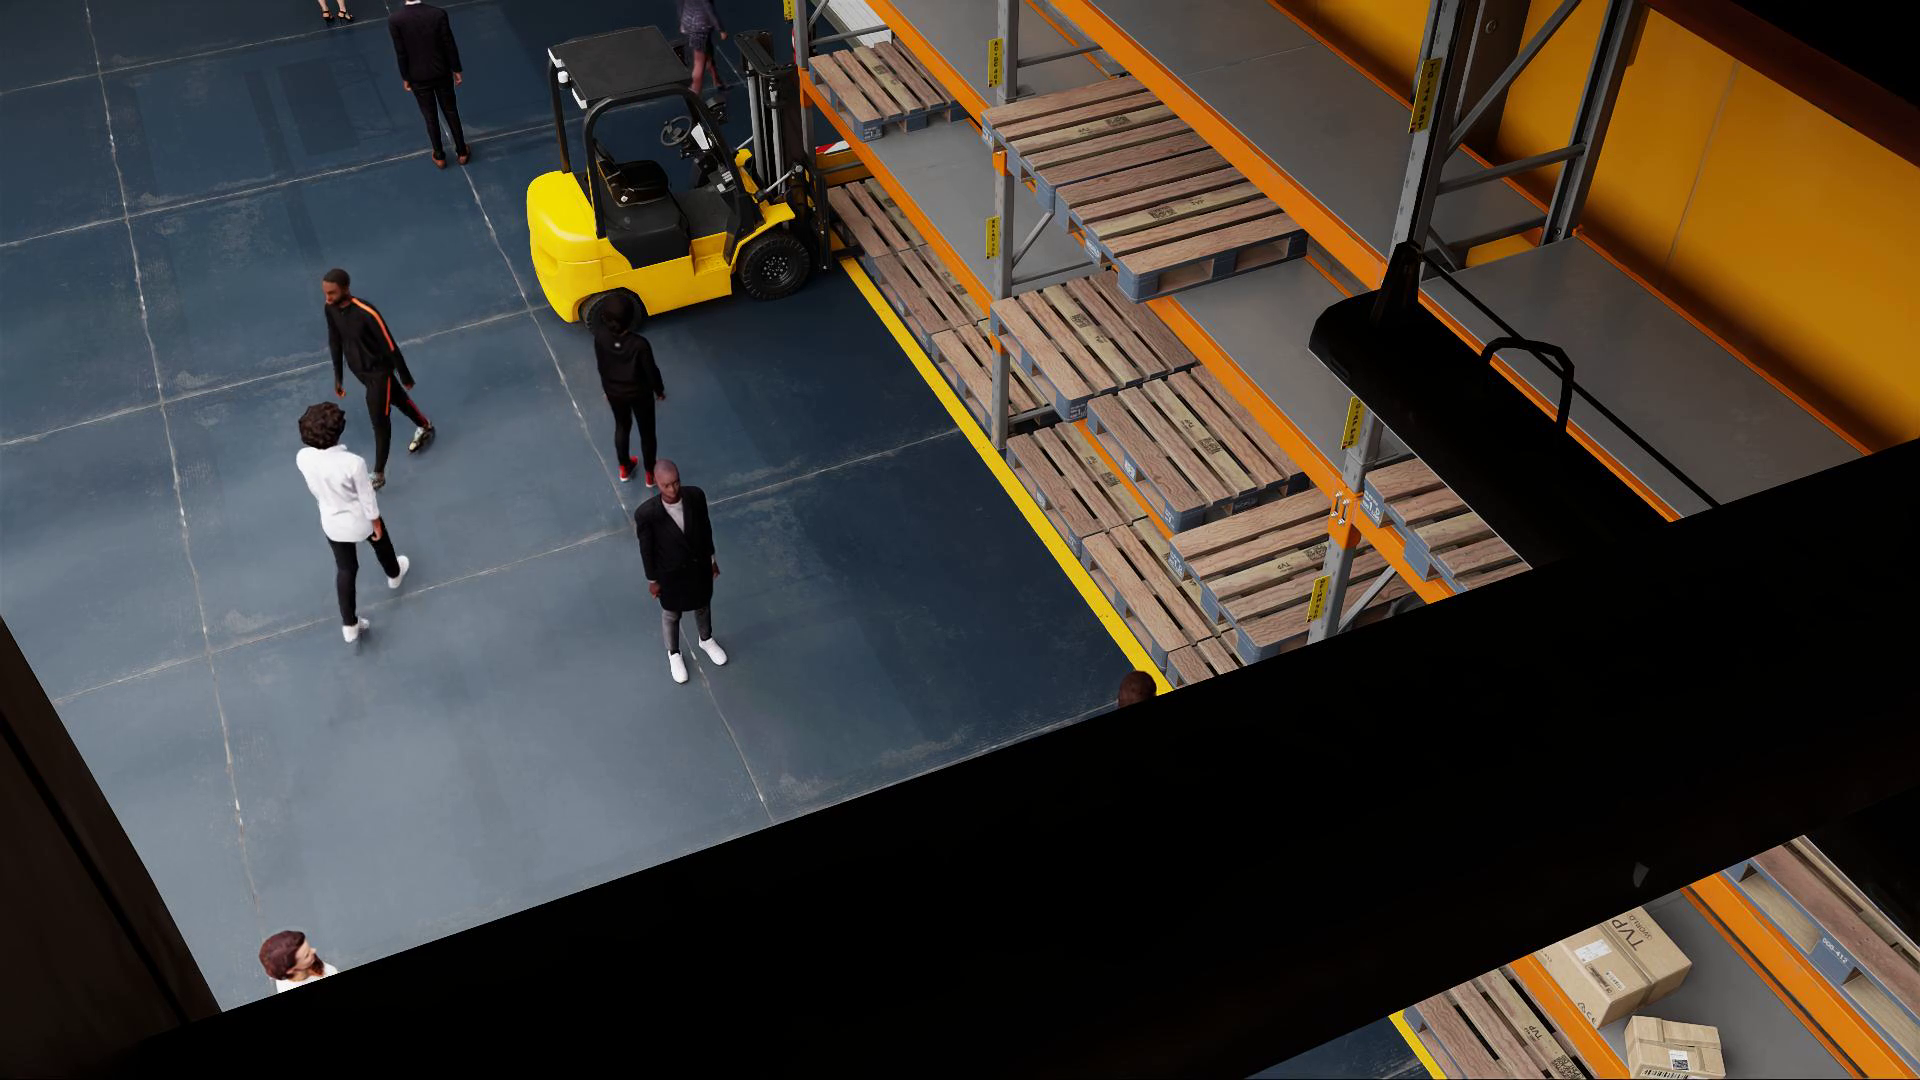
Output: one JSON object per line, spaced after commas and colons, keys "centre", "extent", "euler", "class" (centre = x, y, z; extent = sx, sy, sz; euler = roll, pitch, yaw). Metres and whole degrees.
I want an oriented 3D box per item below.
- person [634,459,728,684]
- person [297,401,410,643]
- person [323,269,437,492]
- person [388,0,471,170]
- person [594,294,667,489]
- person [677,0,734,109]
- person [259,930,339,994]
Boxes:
{"centre": [-1.799, 0.165, 10.736], "extent": [0.673, 1.762, 0.588], "euler": [-24, 48, -23], "class": "person"}
{"centre": [-4.088, -0.110, 11.012], "extent": [0.959, 1.779, 1.207], "euler": [1, 44, 1], "class": "person"}
{"centre": [-4.256, -1.298, 12.270], "extent": [1.193, 1.765, 1.167], "euler": [19, 47, 18], "class": "person"}
{"centre": [-4.908, -4.298, 15.404], "extent": [0.713, 1.786, 0.551], "euler": [-15, 46, -15], "class": "person"}
{"centre": [-2.393, -1.061, 12.089], "extent": [0.703, 1.671, 0.734], "euler": [7, 44, 7], "class": "person"}
{"centre": [-2.594, -4.911, 16.121], "extent": [0.767, 1.683, 0.791], "euler": [-27, 50, -25], "class": "person"}
{"centre": [-3.131, 2.501, 8.261], "extent": [0.689, 1.793, 0.490], "euler": [-24, 48, -23], "class": "person"}
